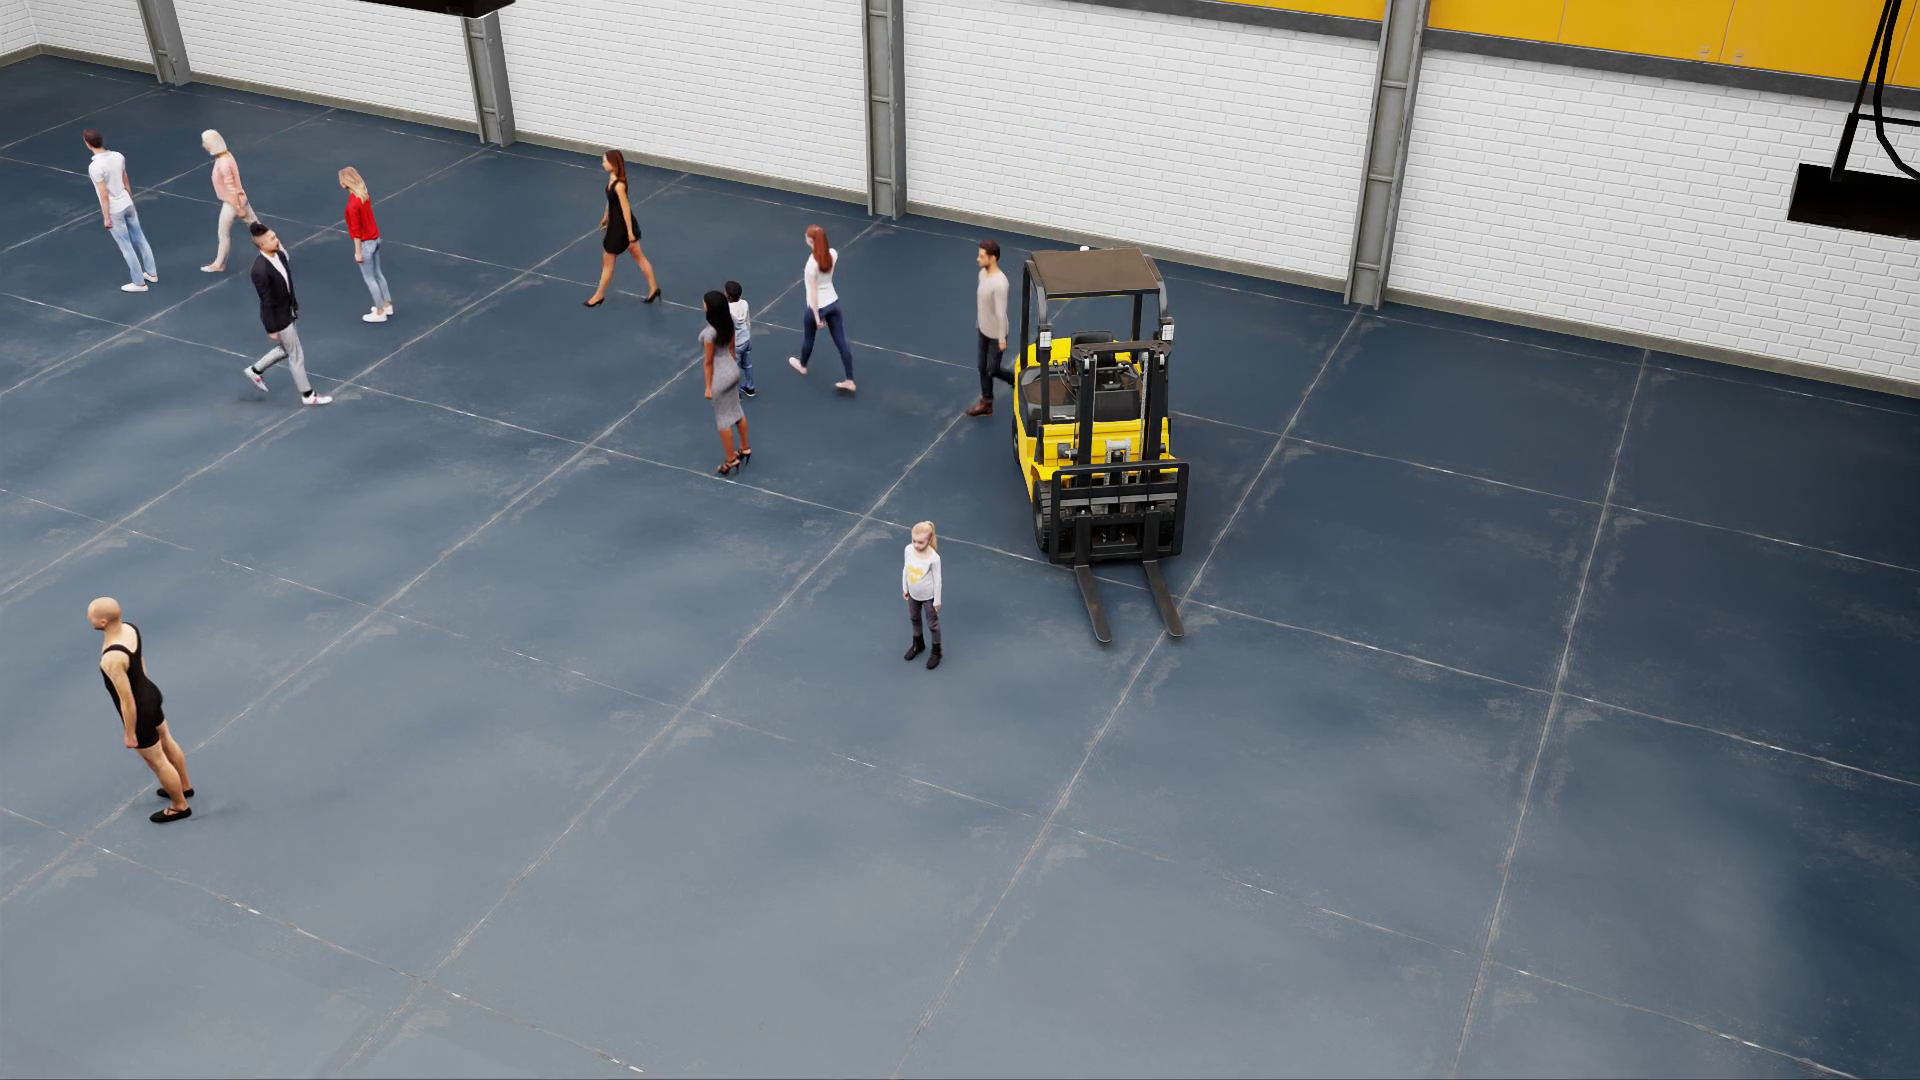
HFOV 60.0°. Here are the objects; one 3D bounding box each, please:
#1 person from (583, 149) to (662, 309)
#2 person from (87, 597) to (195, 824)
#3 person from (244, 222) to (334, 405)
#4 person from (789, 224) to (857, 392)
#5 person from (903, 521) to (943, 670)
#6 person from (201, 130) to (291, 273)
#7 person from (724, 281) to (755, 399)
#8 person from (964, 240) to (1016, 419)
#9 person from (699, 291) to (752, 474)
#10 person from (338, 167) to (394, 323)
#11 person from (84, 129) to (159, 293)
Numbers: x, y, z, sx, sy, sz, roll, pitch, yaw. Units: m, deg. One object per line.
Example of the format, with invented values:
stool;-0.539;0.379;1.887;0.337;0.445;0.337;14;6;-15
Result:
person;-3.557;-3.354;18.042;1.129;1.796;1.023;-9;35;-13
person;-5.545;1.140;11.264;0.717;1.815;0.710;-6;34;-9
person;-6.714;-2.186;16.165;1.216;1.928;0.990;1;34;2
person;-1.272;-2.254;16.488;1.196;1.684;0.827;29;43;36
person;-0.281;0.404;12.860;0.461;1.274;0.580;20;39;28
person;-8.130;-3.817;18.860;1.233;1.663;1.151;-9;35;-13
person;-2.205;-1.974;16.452;0.559;1.258;0.527;27;42;35
person;0.387;-2.008;15.969;1.020;1.849;0.984;-15;37;-22
person;-2.142;-1.441;15.184;0.543;1.775;0.569;16;37;22
person;-6.360;-3.169;17.850;0.677;1.700;0.697;0;34;0
person;-9.333;-3.671;18.468;0.624;1.852;0.690;7;34;10
